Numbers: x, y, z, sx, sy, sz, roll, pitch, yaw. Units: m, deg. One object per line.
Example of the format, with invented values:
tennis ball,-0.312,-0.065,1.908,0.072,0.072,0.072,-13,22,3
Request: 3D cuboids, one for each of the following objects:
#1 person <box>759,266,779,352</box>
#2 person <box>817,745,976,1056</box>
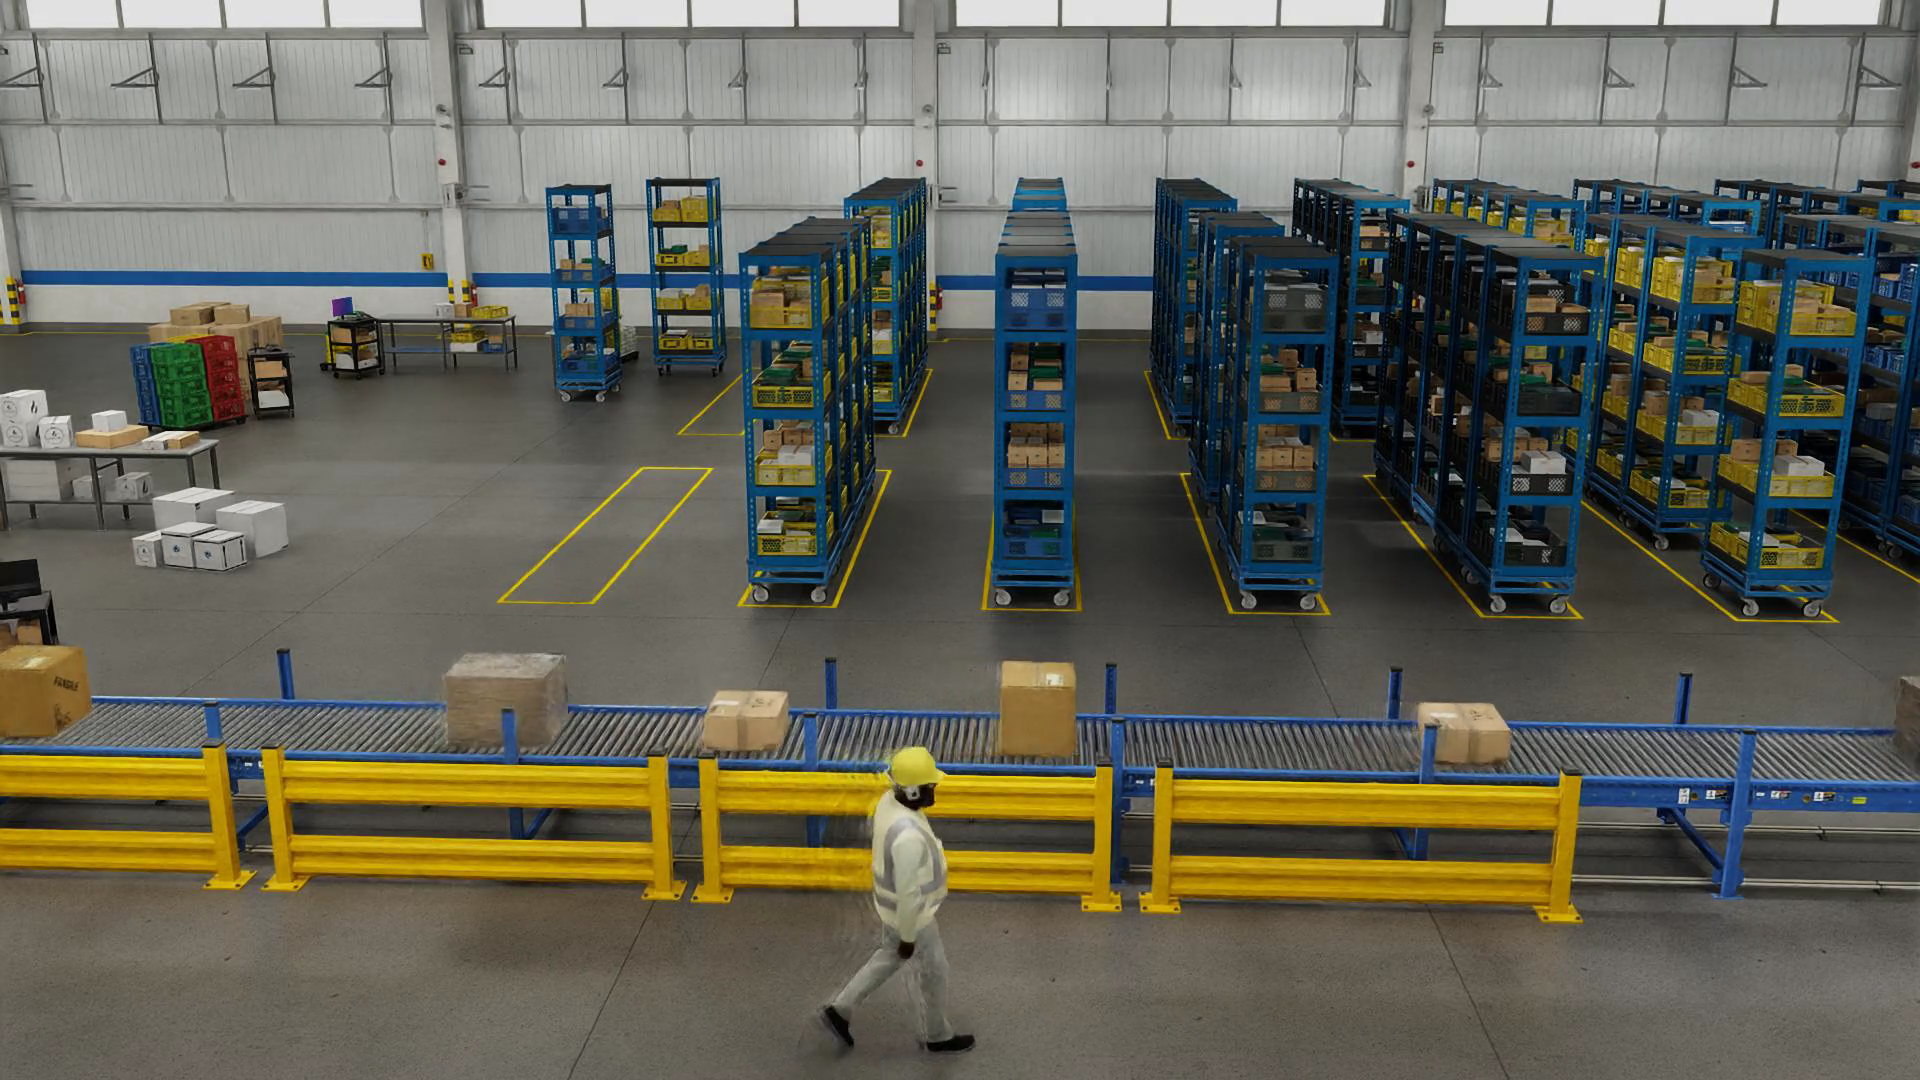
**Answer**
person,-3.787,-4.642,33.468,0.488,1.739,0.581,1,15,4
person,-0.349,1.943,8.899,0.798,1.809,0.589,-4,16,-15
